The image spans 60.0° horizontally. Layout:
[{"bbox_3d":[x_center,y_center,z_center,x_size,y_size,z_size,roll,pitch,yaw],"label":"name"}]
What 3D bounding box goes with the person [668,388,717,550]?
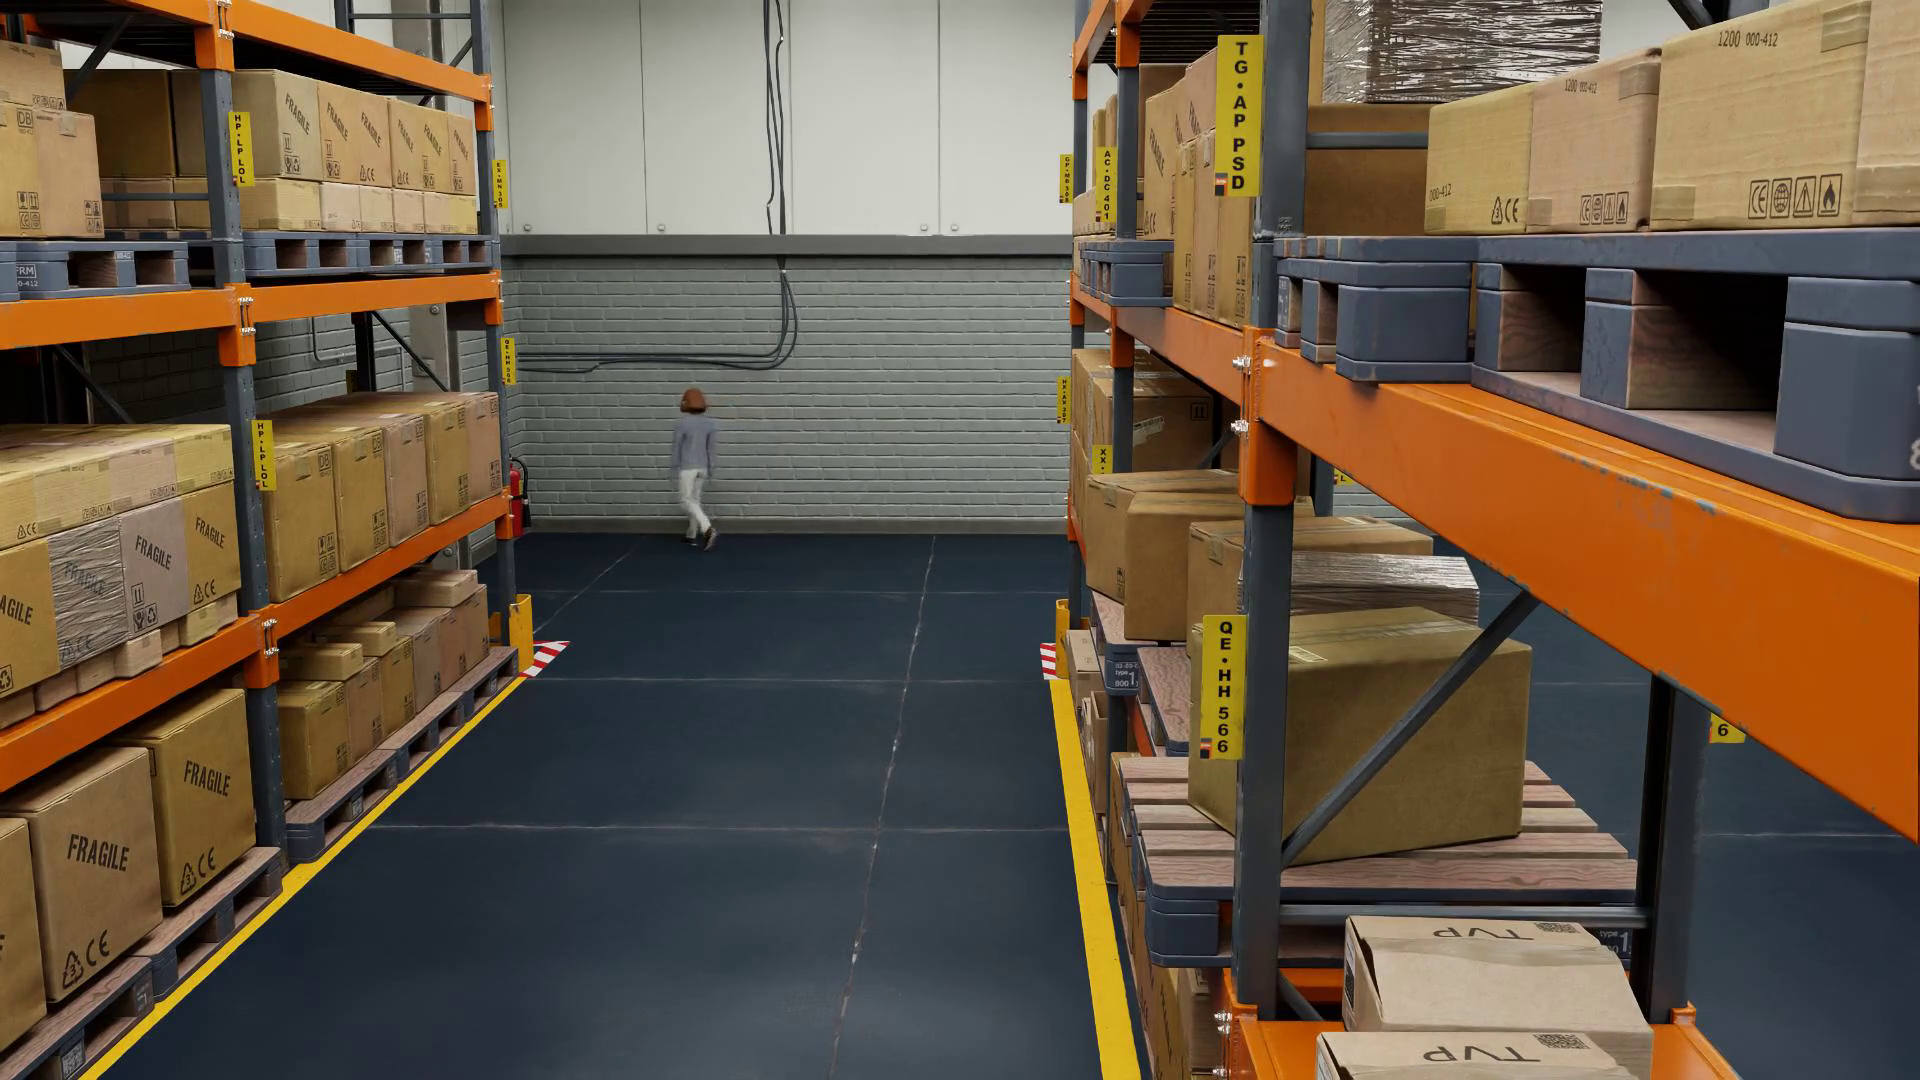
[{"bbox_3d":[-2.641,-0.707,16.596,0.674,1.613,0.524,7,12,36],"label":"person"}]
